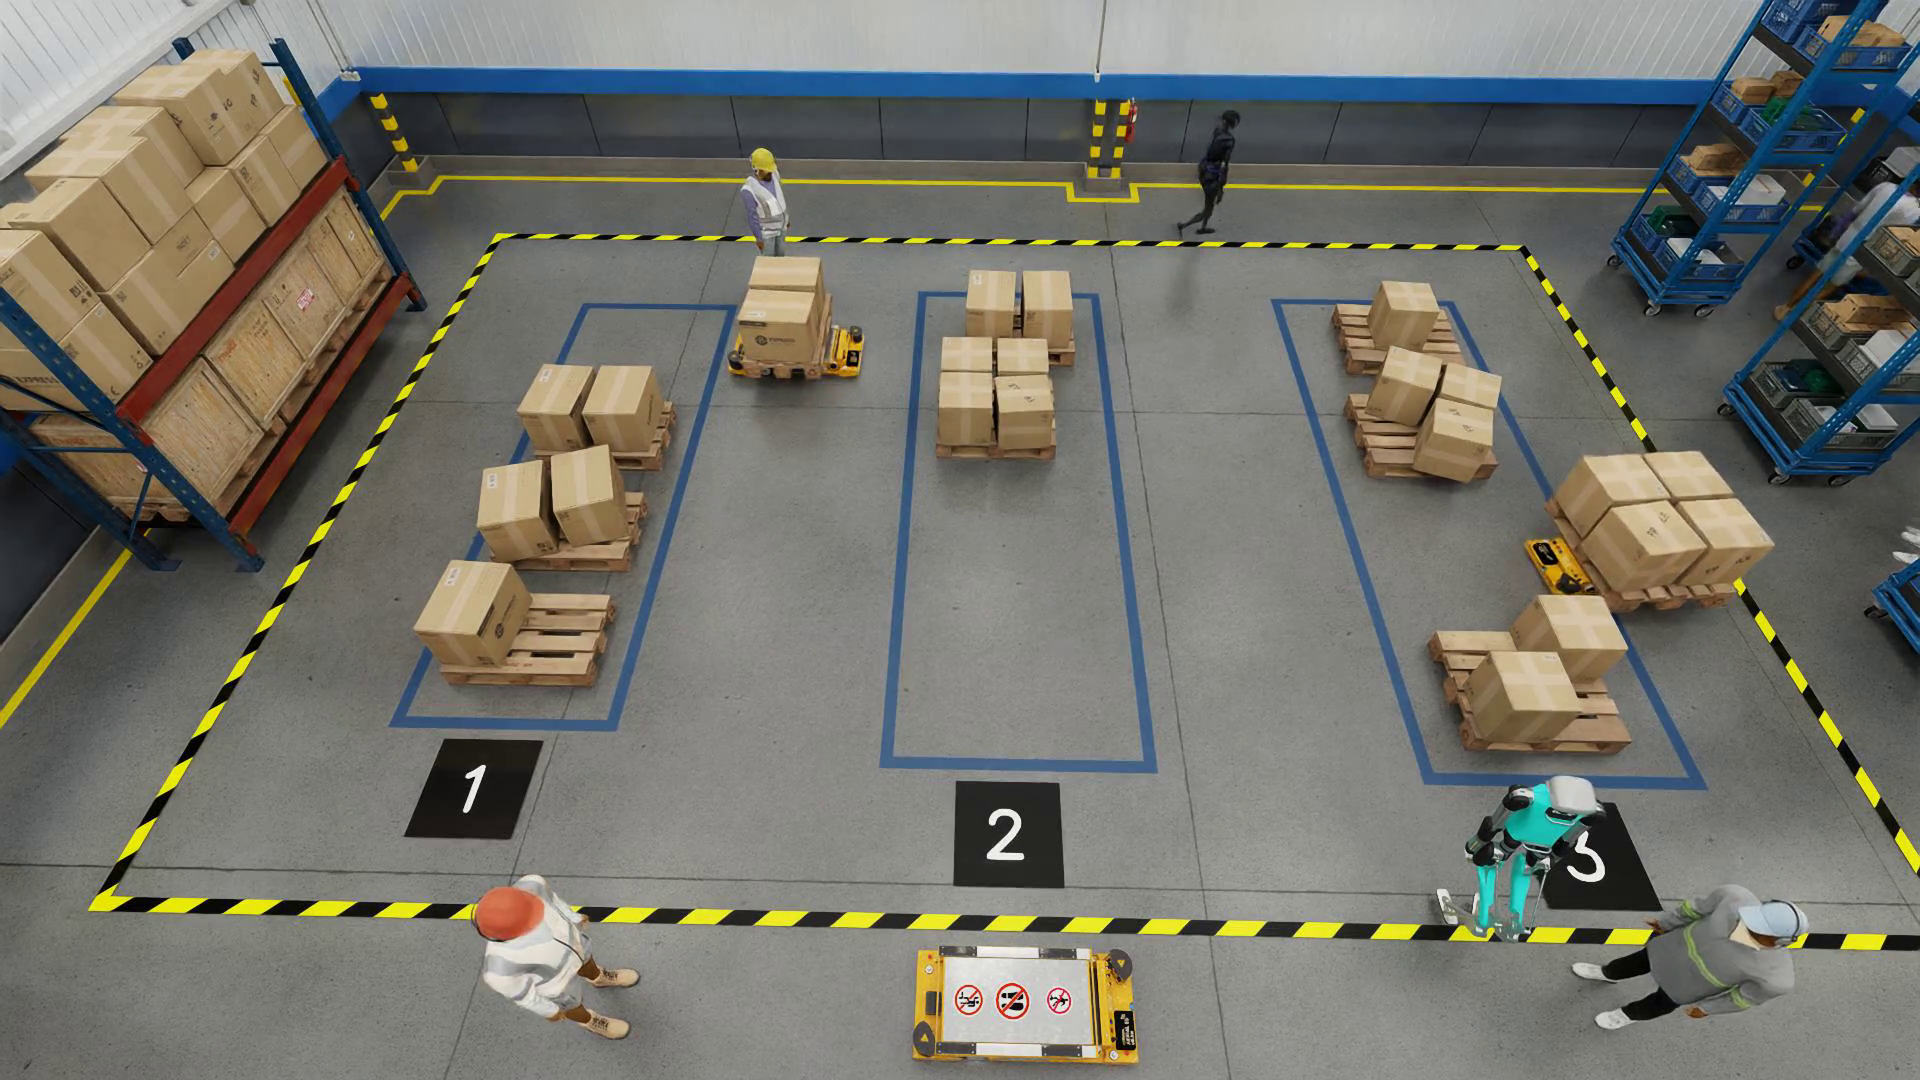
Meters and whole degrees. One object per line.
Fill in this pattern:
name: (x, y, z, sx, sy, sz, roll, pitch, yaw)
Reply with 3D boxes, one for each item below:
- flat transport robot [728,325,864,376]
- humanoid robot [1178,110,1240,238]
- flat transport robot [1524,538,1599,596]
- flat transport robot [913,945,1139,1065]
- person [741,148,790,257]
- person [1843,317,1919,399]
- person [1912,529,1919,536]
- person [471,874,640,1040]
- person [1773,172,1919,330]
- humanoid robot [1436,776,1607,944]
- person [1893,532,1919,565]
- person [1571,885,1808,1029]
flat transport robot: (-1.816, -2.121, 10.197, 1.431, 0.197, 0.652, 1, 51, 1)
humanoid robot: (3.028, -4.466, 11.231, 0.570, 1.638, 0.615, -8, 51, -6)
flat transport robot: (5.990, 0.201, 8.304, 1.431, 0.197, 0.652, -4, 51, -3)
flat transport robot: (0.422, 3.041, 6.007, 1.431, 0.231, 0.659, 1, 51, 1)
person: (-2.130, -3.551, 10.376, 0.403, 1.824, 0.588, 22, 54, 17)
person: (9.289, -1.924, 9.024, 0.323, 1.865, 0.513, 14, 52, 11)
person: (9.216, -0.594, 8.018, 0.491, 1.740, 0.320, -20, 54, -16)
person: (-2.325, 2.450, 5.346, 0.375, 2.041, 0.613, 0, 51, 0)
person: (9.753, -3.175, 9.951, 0.451, 2.020, 0.672, 1, 51, 1)
humanoid robot: (3.474, 2.122, 5.720, 0.533, 1.681, 0.735, 10, 52, 8)
person: (8.899, -0.436, 7.777, 0.587, 1.920, 0.393, -35, 59, -25)
person: (4.307, 2.504, 5.423, 0.401, 1.852, 0.589, 0, 51, 0)
